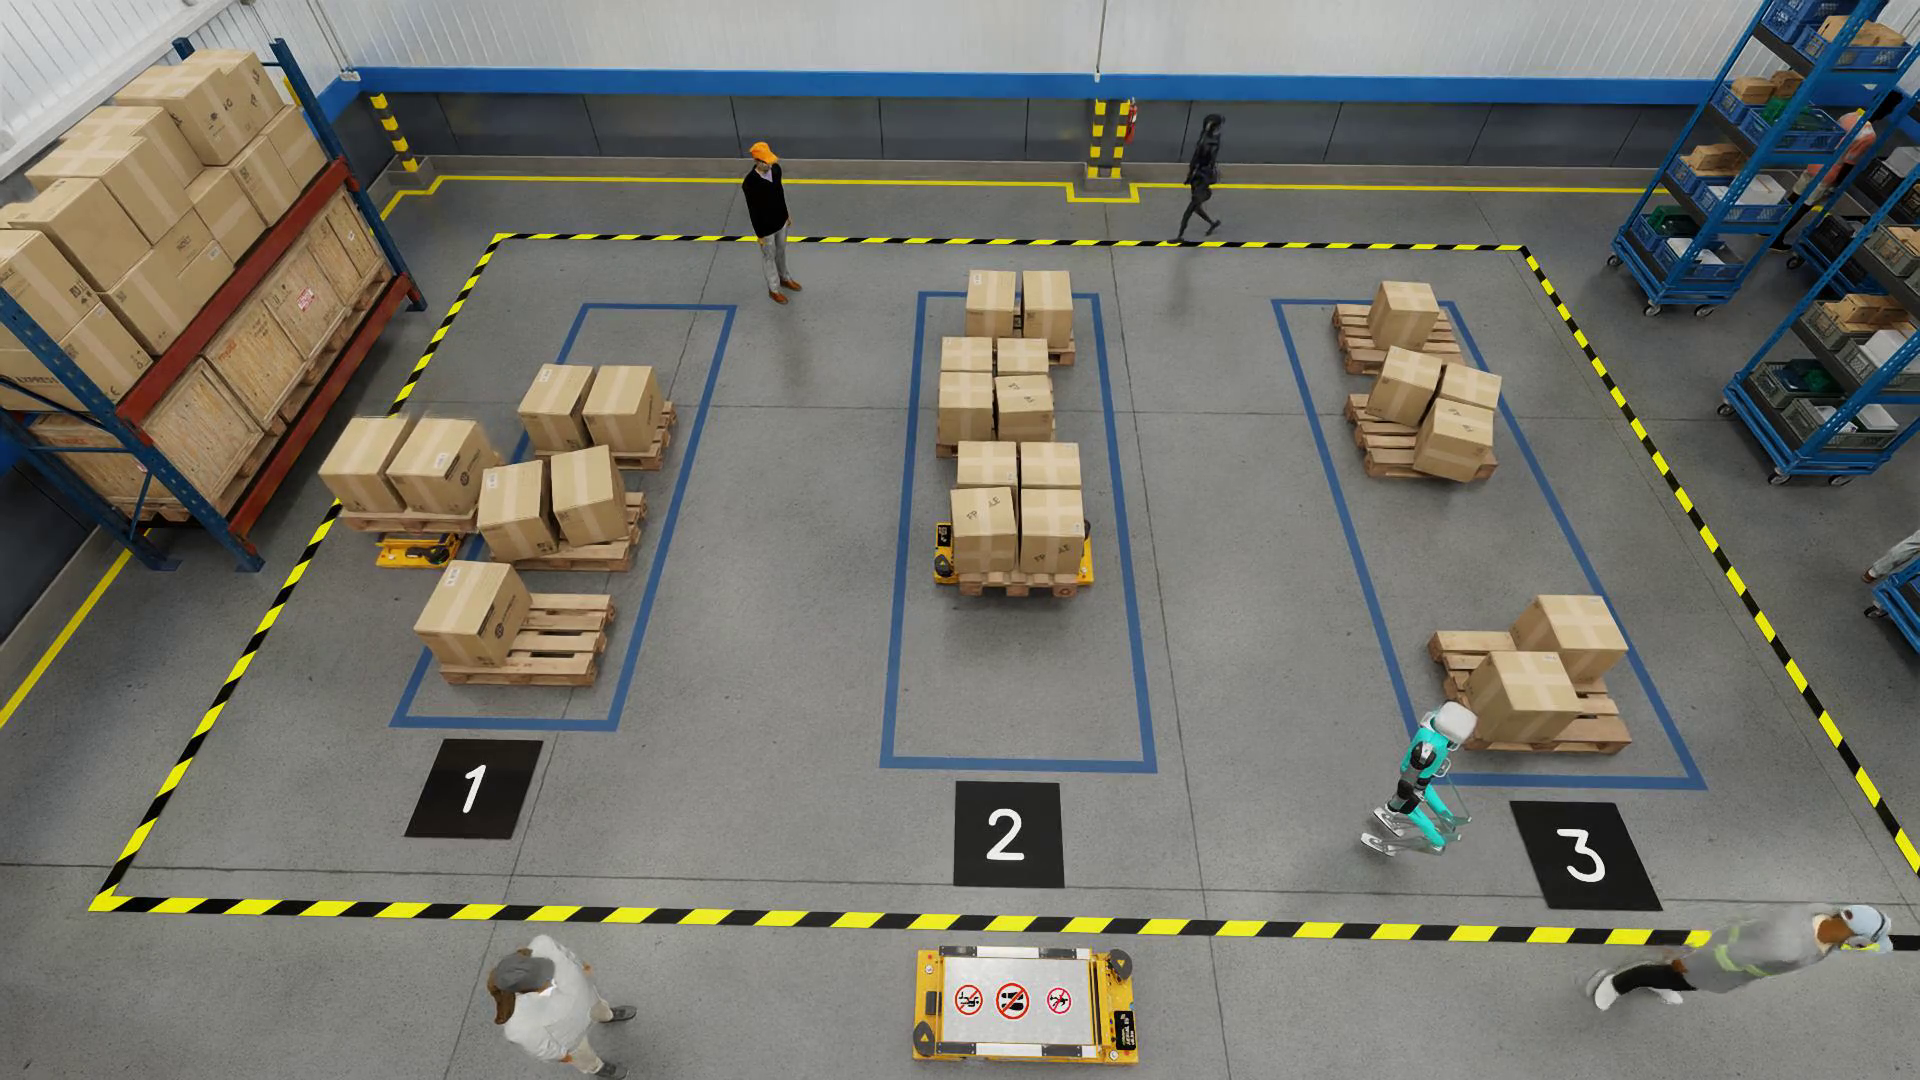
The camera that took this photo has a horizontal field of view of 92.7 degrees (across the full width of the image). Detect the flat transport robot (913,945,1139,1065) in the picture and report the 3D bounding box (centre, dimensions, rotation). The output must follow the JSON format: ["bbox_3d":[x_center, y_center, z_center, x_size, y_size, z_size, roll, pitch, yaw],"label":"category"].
[{"bbox_3d":[0.422,3.041,6.007,1.431,0.231,0.659,1,51,1],"label":"flat transport robot"}]

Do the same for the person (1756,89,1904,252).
[{"bbox_3d":[10.404,-4.416,11.002,0.369,1.956,0.596,4,51,3],"label":"person"}]

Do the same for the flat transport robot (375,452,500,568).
[{"bbox_3d":[-4.982,-0.350,8.753,0.652,0.197,1.431,1,51,1],"label":"flat transport robot"}]

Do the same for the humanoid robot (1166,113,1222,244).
[{"bbox_3d":[3.006,-4.380,11.165,0.684,1.635,0.589,-8,51,-6],"label":"humanoid robot"}]

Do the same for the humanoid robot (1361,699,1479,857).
[{"bbox_3d":[3.168,1.702,6.067,0.735,1.673,0.533,35,59,25],"label":"humanoid robot"}]

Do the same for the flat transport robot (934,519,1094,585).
[{"bbox_3d":[0.490,0.087,8.397,1.431,0.197,0.652,1,51,1],"label":"flat transport robot"}]

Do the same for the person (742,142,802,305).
[{"bbox_3d":[-2.128,-3.583,10.366,0.363,1.884,0.587,23,54,18],"label":"person"}]

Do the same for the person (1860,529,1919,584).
[{"bbox_3d":[8.384,-0.180,7.555,0.365,1.939,0.635,-20,54,-16],"label":"person"}]

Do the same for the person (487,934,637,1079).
[{"bbox_3d":[-2.294,2.717,5.301,0.399,1.768,0.572,-2,51,-1],"label":"person"}]

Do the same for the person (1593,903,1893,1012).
[{"bbox_3d":[4.582,2.511,5.446,0.734,1.808,0.454,-14,52,-11],"label":"person"}]
